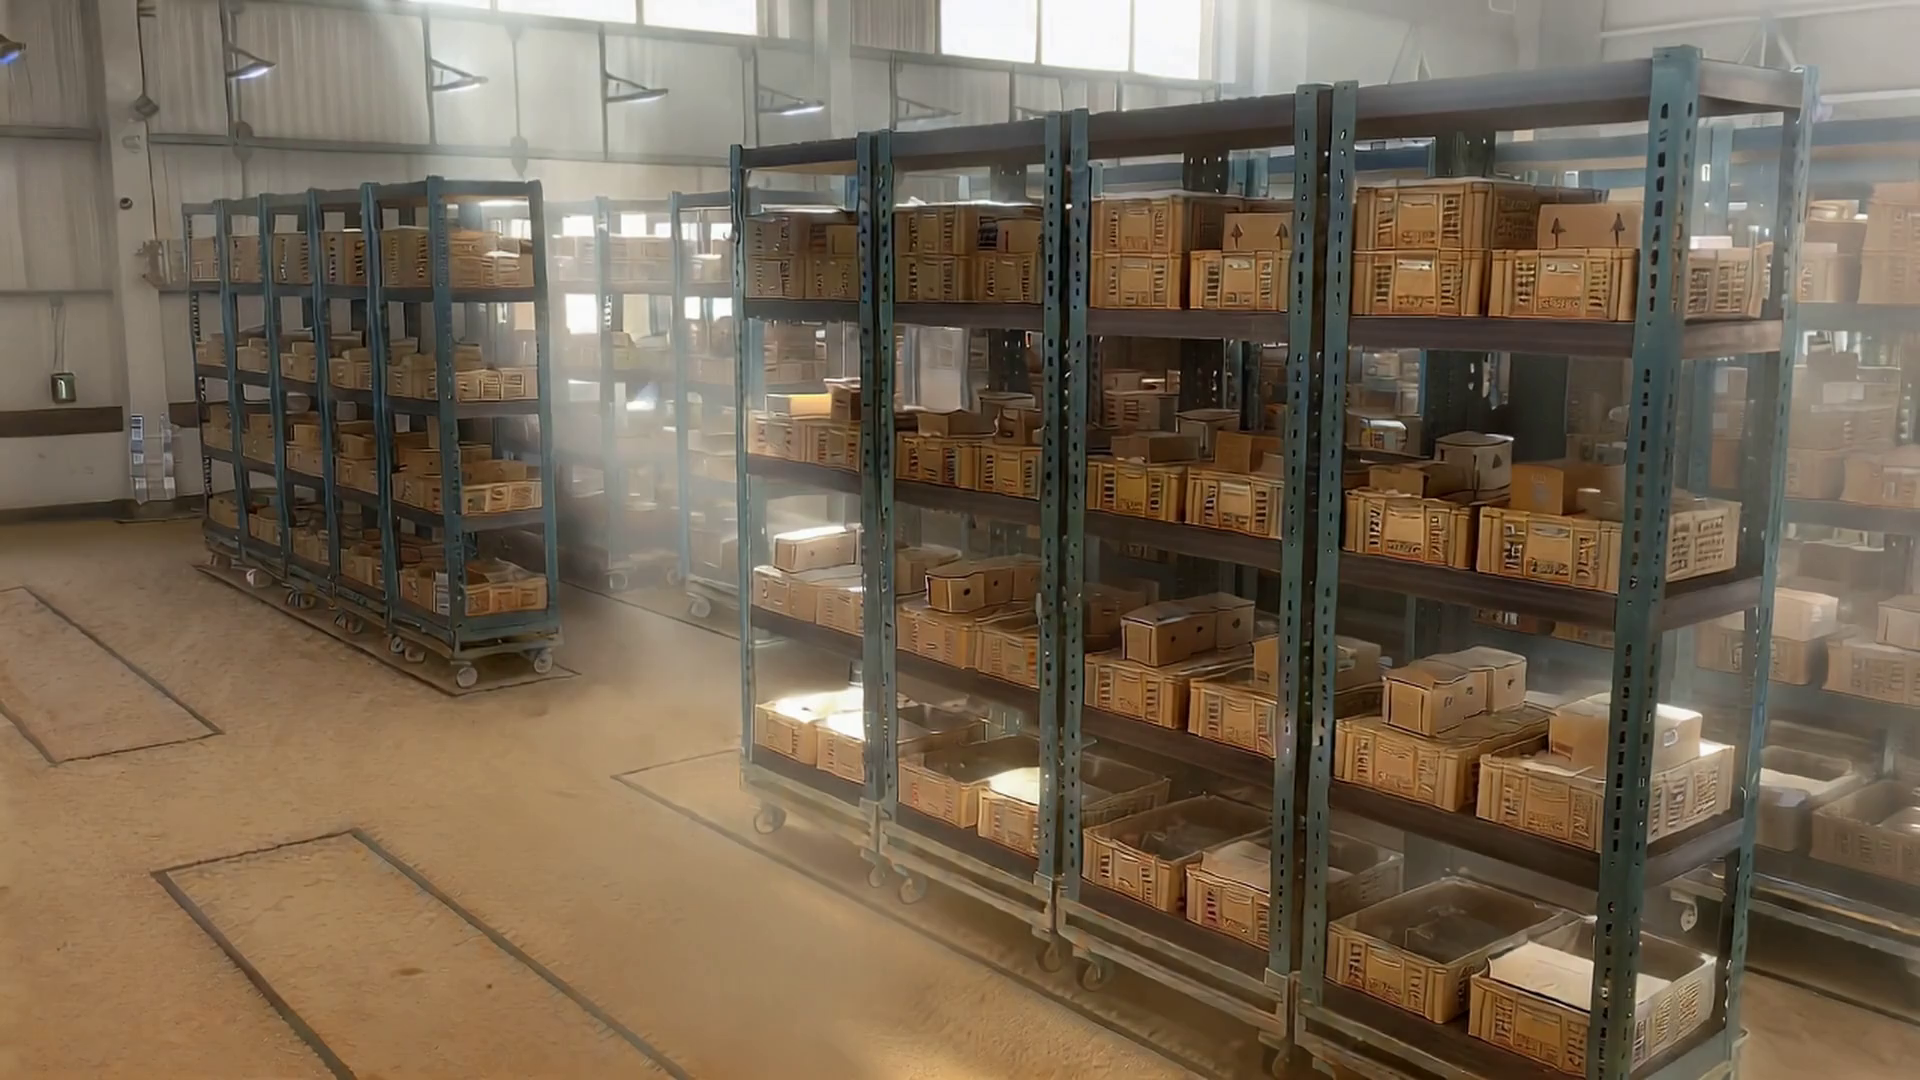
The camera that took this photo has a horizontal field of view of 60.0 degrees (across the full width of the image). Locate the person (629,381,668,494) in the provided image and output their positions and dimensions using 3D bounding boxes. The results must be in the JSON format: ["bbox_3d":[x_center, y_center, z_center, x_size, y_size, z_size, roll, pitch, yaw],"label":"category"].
[{"bbox_3d":[-3.881,-1.328,20.850,0.976,1.798,0.607,-4,10,-23],"label":"person"}]
